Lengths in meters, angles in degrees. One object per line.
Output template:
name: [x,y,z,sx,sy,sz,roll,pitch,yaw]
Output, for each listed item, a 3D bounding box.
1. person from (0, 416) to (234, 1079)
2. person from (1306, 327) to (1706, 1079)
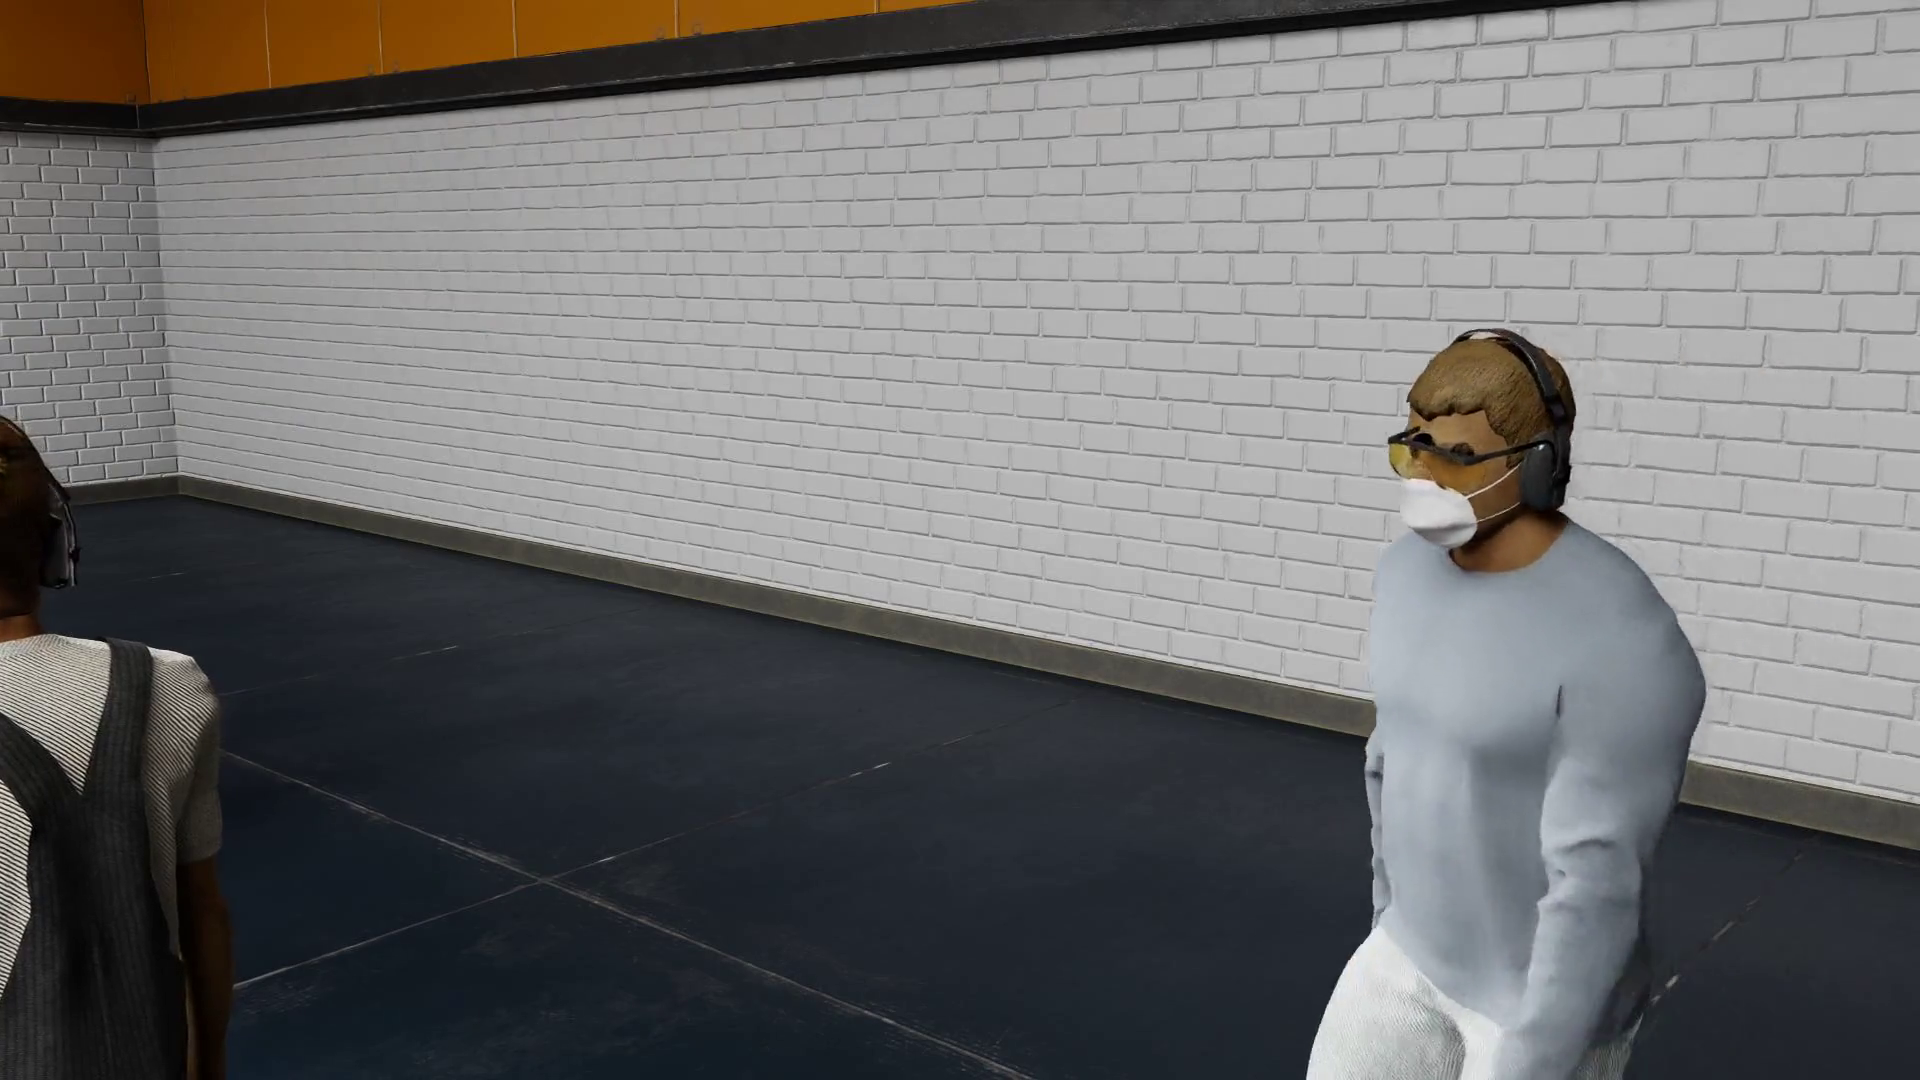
person: [-1.115,0.757,2.028,0.330,1.842,0.519,5,11,27]
person: [0.734,0.661,2.371,0.484,1.915,0.640,-4,11,-22]
